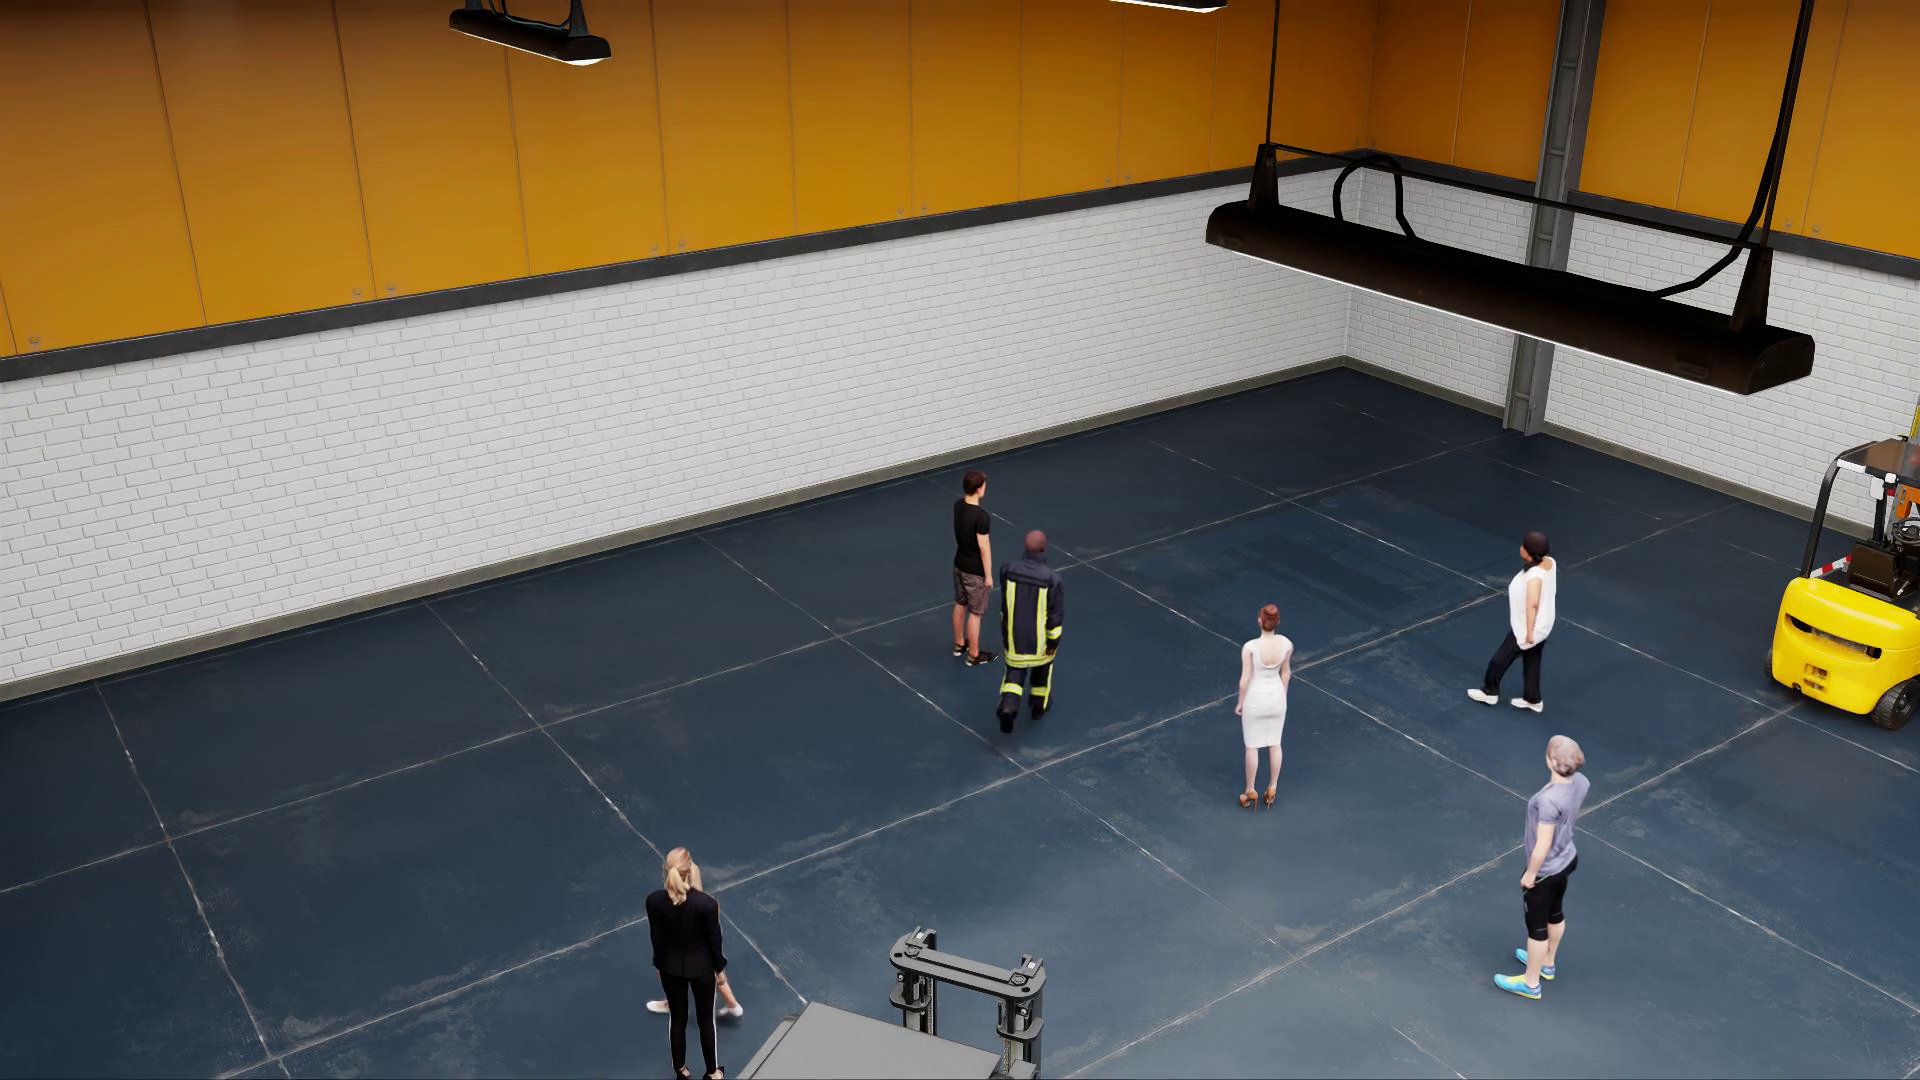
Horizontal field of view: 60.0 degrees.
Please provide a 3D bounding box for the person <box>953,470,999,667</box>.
[{"bbox_3d":[0.095,0.236,15.155,0.718,1.859,0.495,-15,28,-31],"label":"person"}]

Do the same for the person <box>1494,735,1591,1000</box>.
[{"bbox_3d":[3.836,2.114,10.828,0.643,1.885,0.692,21,31,39],"label":"person"}]

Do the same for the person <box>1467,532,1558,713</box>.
[{"bbox_3d":[4.937,0.729,14.271,0.928,1.665,0.778,19,30,37],"label":"person"}]

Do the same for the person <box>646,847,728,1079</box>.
[{"bbox_3d":[-1.631,2.585,9.972,0.690,1.707,0.732,2,24,5],"label":"person"}]

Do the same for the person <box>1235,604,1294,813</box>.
[{"bbox_3d":[2.345,1.285,12.842,0.639,1.790,0.620,-4,24,-9],"label":"person"}]

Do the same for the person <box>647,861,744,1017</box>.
[{"bbox_3d":[-1.672,2.559,10.602,0.932,1.249,0.852,5,24,12],"label":"person"}]

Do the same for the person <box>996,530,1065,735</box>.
[{"bbox_3d":[0.563,0.782,13.979,1.170,1.801,1.172,8,25,17],"label":"person"}]
